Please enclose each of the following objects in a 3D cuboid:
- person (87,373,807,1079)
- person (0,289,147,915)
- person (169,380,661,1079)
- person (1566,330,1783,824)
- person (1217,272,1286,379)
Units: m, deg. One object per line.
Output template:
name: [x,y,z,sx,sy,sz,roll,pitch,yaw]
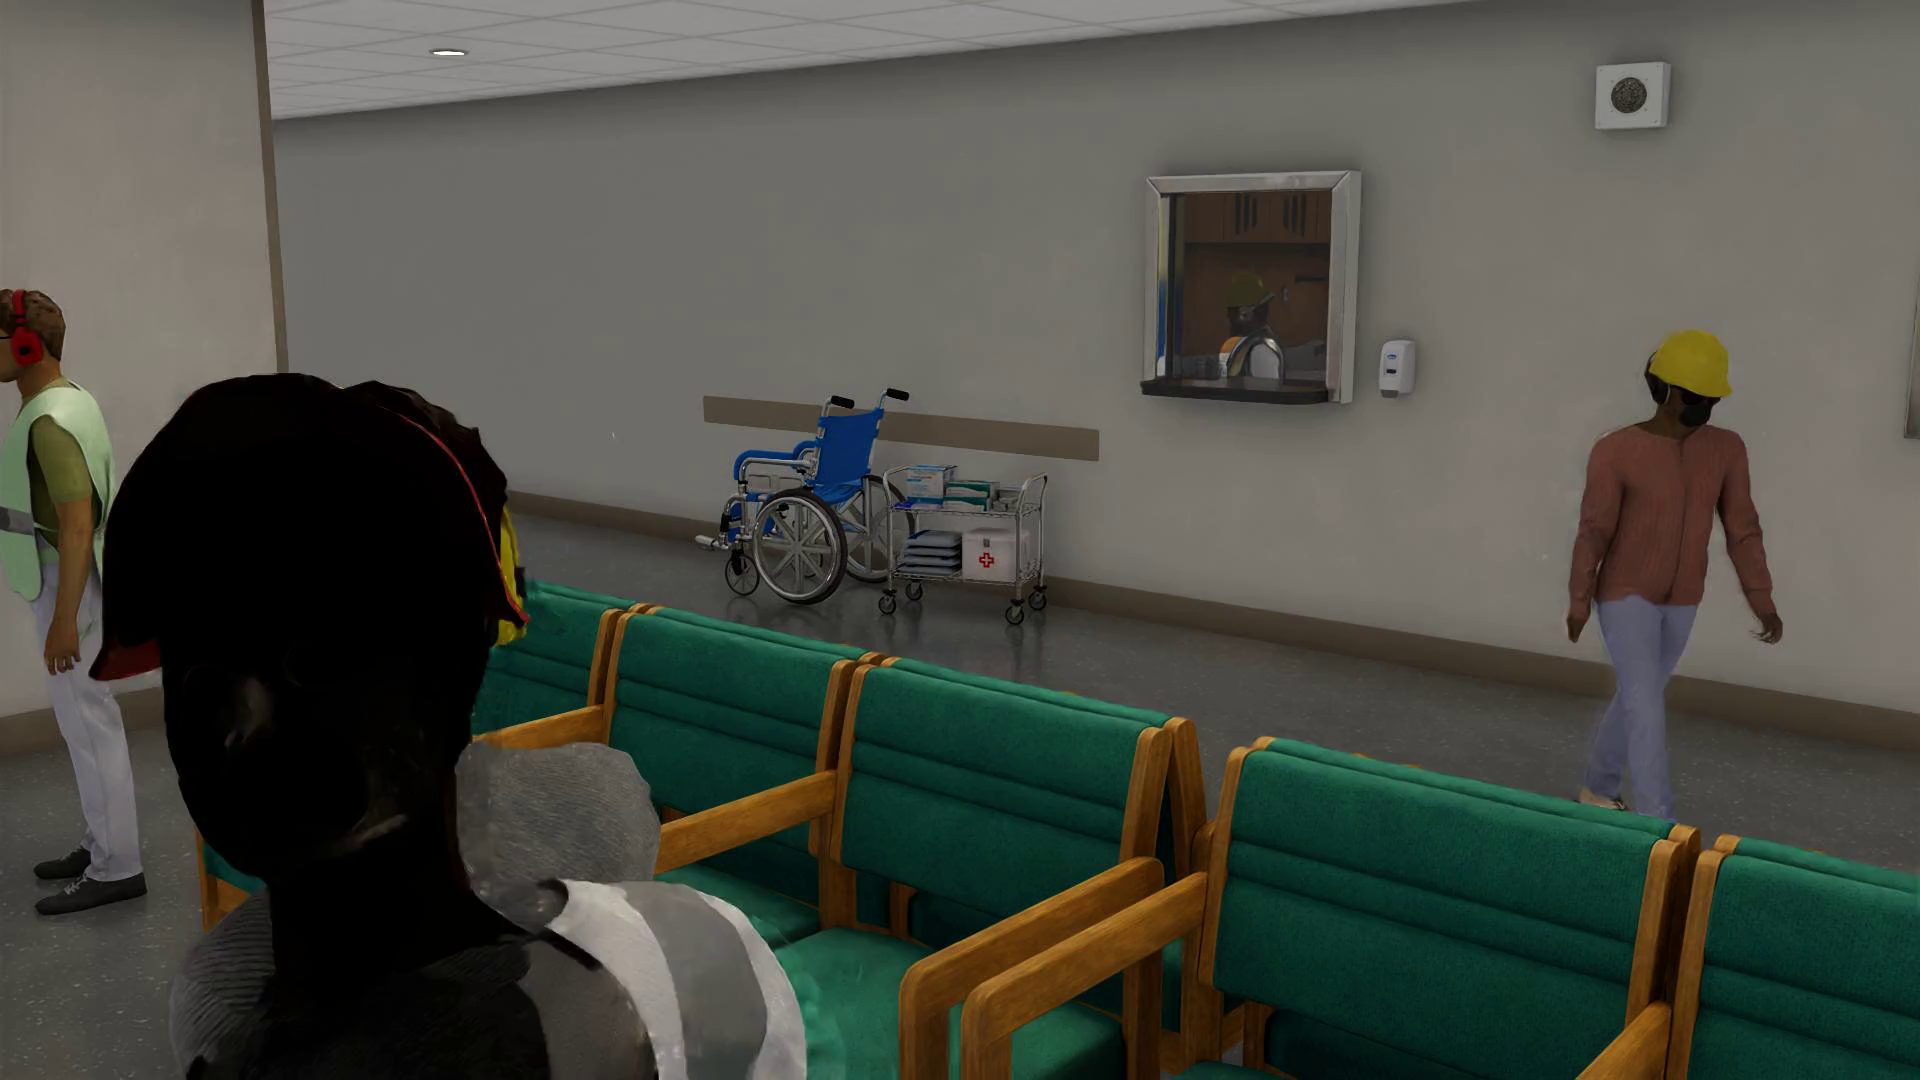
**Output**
person: [-0.374,0.833,1.130,0.998,1.881,0.554,9,13,41]
person: [-2.643,0.180,4.958,0.373,1.840,0.572,-5,11,-27]
person: [-0.411,0.803,1.351,0.322,1.863,0.528,3,11,19]
person: [2.214,0.190,5.277,0.552,1.710,0.853,-3,10,-16]
person: [1.563,-0.531,9.050,0.404,1.826,0.587,1,10,4]
